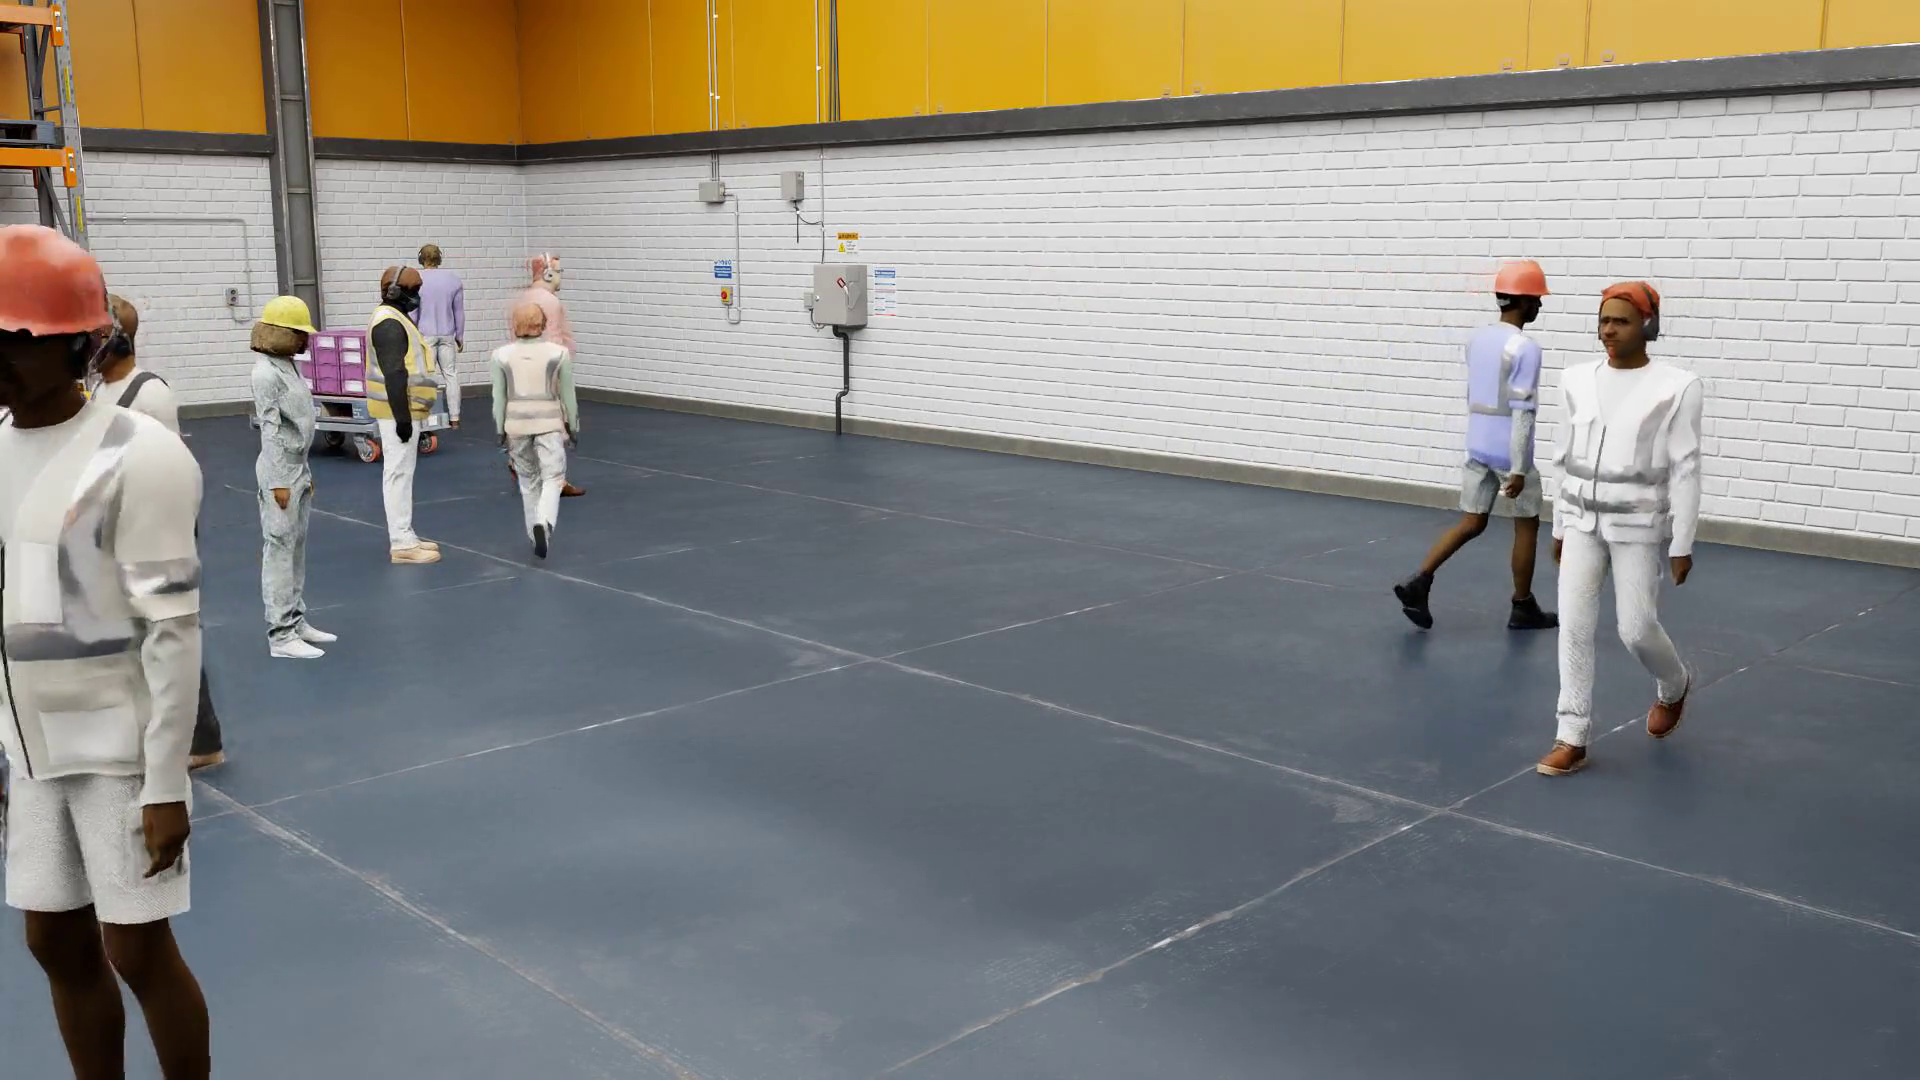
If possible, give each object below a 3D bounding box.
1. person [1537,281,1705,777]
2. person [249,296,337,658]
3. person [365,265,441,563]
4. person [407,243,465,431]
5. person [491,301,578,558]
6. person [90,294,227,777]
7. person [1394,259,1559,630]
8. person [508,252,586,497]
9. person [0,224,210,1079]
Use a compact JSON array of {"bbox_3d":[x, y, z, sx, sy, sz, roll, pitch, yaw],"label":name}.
[{"bbox_3d":[2.542,-0.052,6.333,0.790,1.861,0.583,-9,13,-39],"label":"person"},{"bbox_3d":[-3.225,-0.305,8.043,0.308,1.736,0.484,-1,10,-8],"label":"person"},{"bbox_3d":[-3.463,-0.780,10.363,0.430,1.837,0.624,-3,11,-15],"label":"person"},{"bbox_3d":[-5.448,-2.097,17.258,0.635,1.938,0.359,-8,13,-38],"label":"person"},{"bbox_3d":[-2.668,-0.683,10.426,0.521,1.612,0.691,-1,10,-5],"label":"person"},{"bbox_3d":[-3.041,0.033,5.972,0.740,1.813,0.504,-9,14,-41],"label":"person"},{"bbox_3d":[2.676,-0.459,8.411,0.839,1.913,0.542,-4,11,-21],"label":"person"},{"bbox_3d":[-3.178,-1.242,12.696,0.530,1.891,0.648,-6,12,-29],"label":"person"},{"bbox_3d":[-1.755,0.416,3.302,0.652,2.031,0.389,5,11,24],"label":"person"}]
